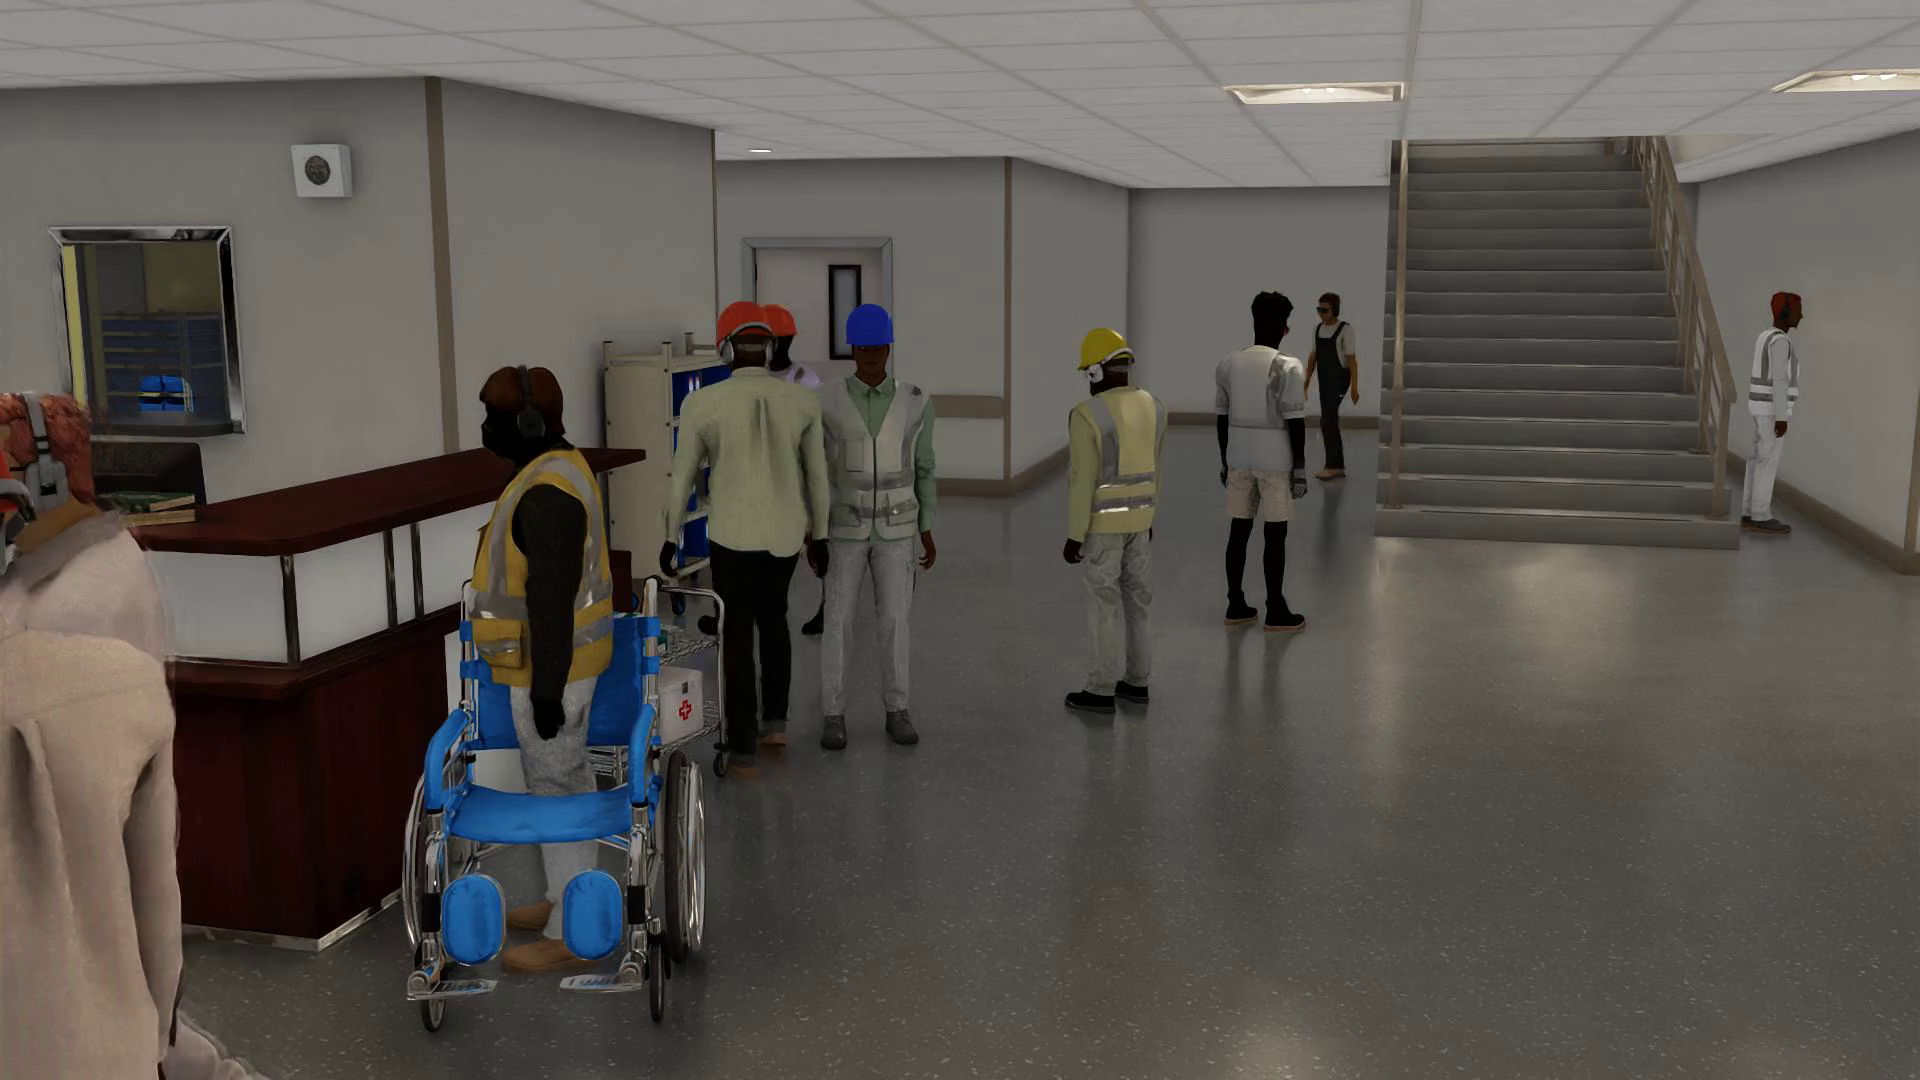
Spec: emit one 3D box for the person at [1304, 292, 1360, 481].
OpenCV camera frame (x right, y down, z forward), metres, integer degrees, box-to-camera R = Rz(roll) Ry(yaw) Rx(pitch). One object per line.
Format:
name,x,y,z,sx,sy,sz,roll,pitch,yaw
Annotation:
person,3.551,-1.480,16.087,0.645,1.817,0.510,-5,11,-27

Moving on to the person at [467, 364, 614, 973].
person,-1.269,0.385,5.076,0.429,1.836,0.633,-2,10,-13

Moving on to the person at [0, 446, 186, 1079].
person,-1.298,0.786,2.222,0.380,1.995,0.608,3,10,19

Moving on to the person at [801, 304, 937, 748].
person,-0.396,-0.057,7.317,0.604,1.949,0.389,-2,10,-11

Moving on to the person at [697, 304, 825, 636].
person,-1.019,-0.354,9.252,0.566,1.879,1.010,7,12,36

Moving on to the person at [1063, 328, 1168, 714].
person,0.710,-0.088,7.876,0.589,1.822,0.404,-8,13,-40

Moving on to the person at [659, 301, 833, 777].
person,-0.890,-0.010,6.998,0.685,1.956,0.569,-5,11,-27

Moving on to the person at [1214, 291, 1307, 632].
person,1.753,-0.452,9.613,0.379,1.959,0.604,-9,13,-44

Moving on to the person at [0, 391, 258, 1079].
person,-1.814,0.633,3.428,0.659,1.889,0.682,-5,11,-27

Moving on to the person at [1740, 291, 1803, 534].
person,6.372,-0.998,13.045,0.337,1.882,0.585,2,10,12
